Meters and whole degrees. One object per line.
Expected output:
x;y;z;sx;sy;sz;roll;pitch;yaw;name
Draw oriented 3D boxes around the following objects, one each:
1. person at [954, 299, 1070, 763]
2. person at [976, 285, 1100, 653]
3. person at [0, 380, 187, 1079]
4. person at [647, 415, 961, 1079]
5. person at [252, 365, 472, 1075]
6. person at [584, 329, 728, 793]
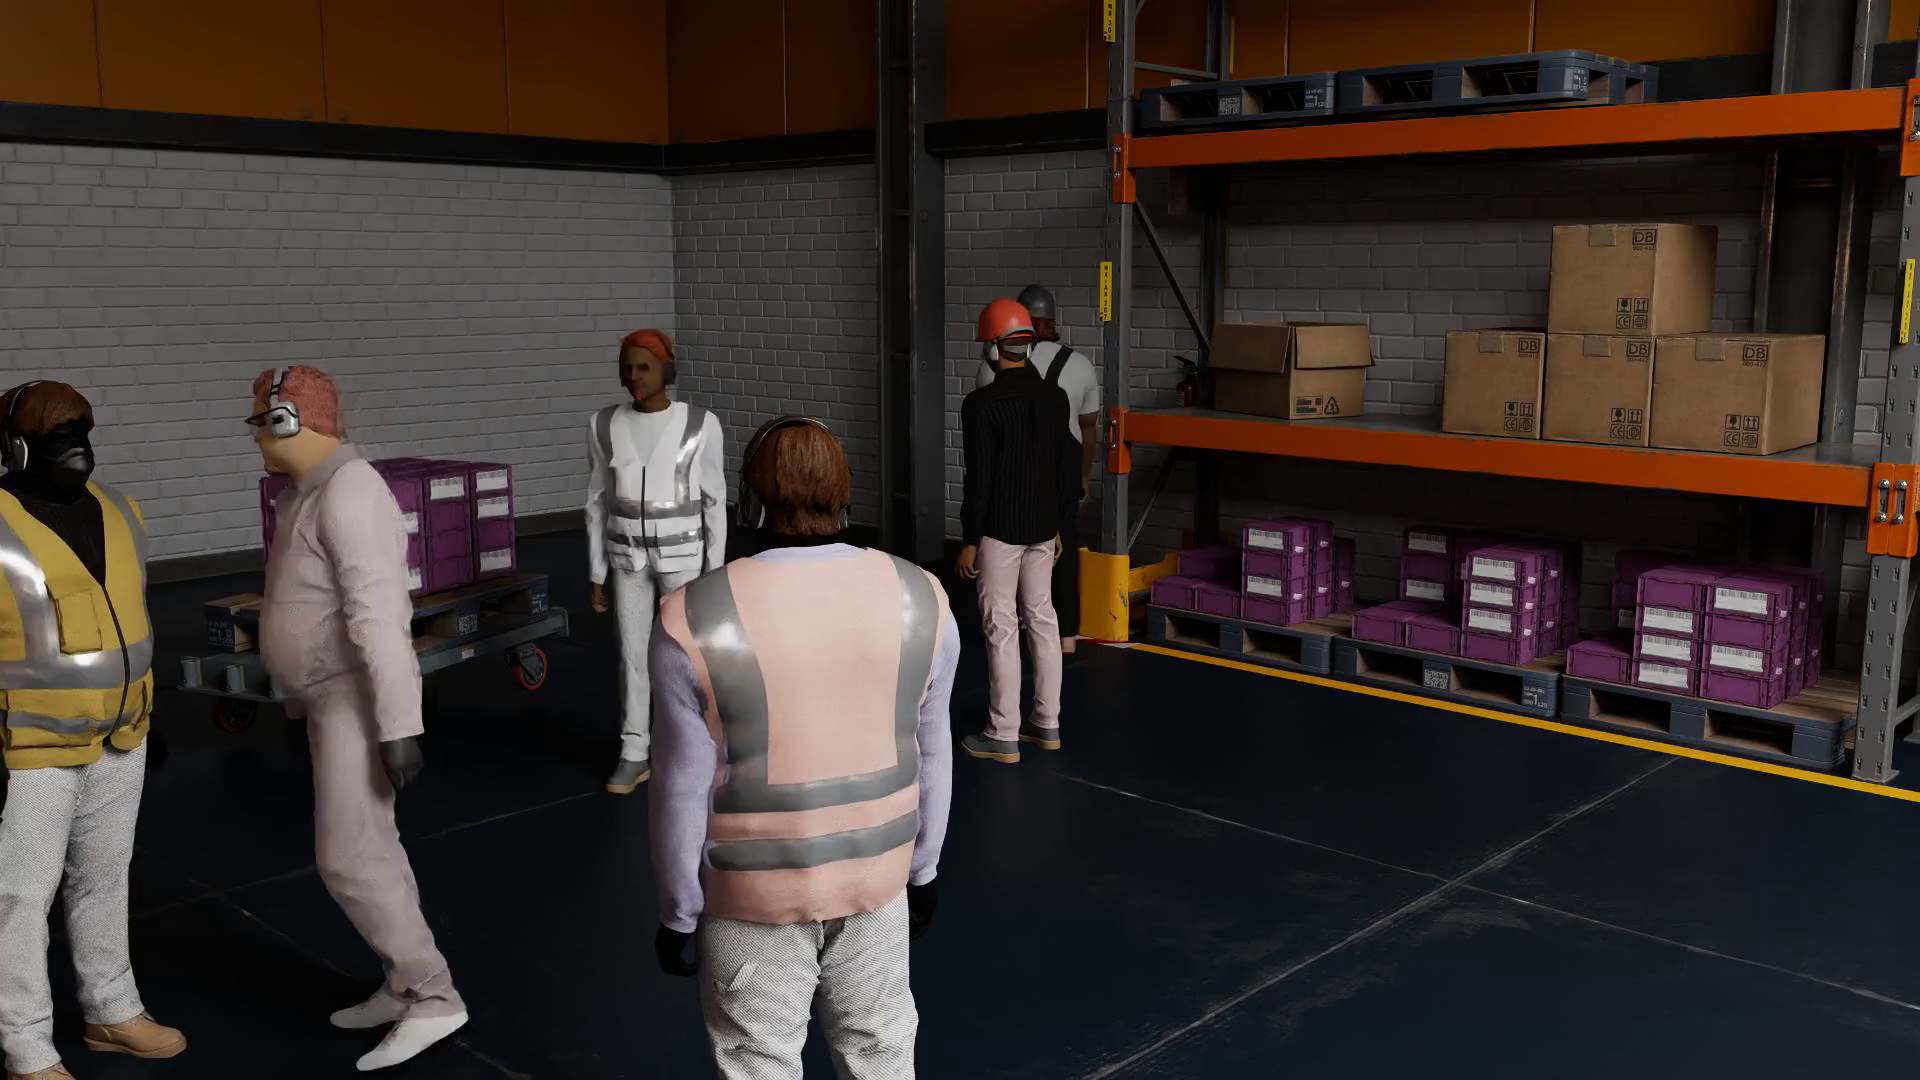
0.215;-0.041;7.213;0.622;1.989;0.399;-9;13;-43;person
0.397;-0.384;9.169;0.694;2.000;0.536;-2;9;-11;person
-2.290;0.513;4.276;0.430;1.845;0.623;3;10;18;person
-0.315;0.675;3.283;0.625;1.844;0.429;-5;10;-26;person
-1.668;0.458;4.547;0.445;1.864;0.695;-5;11;-28;person
-1.221;0.099;6.707;0.598;1.883;0.340;1;9;8;person
